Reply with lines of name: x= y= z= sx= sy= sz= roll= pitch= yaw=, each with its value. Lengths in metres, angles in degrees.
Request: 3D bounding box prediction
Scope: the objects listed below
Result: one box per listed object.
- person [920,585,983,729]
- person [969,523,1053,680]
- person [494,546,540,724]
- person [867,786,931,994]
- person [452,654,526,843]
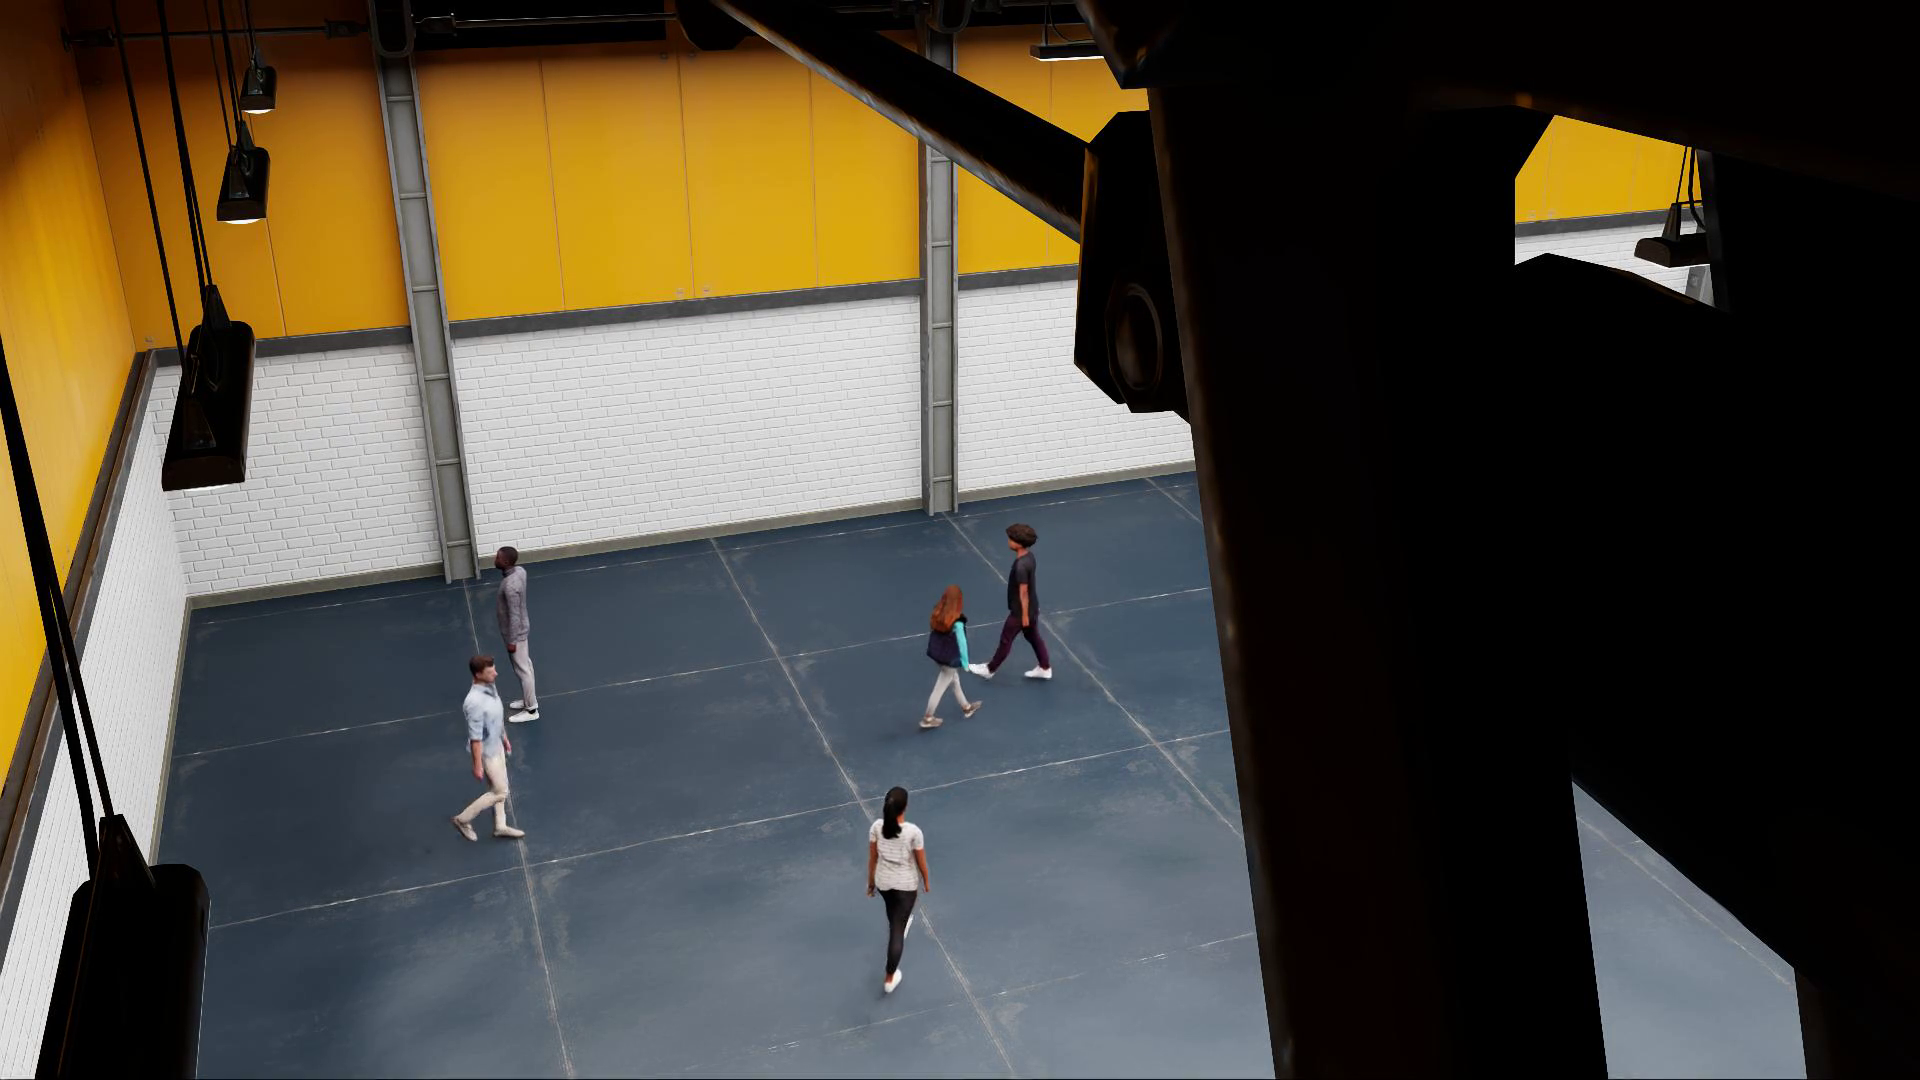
person: x=-0.188 y=1.176 z=16.173 sx=0.973 sy=1.461 sz=0.721 roll=-14 pitch=27 yaw=-28
person: x=0.723 y=0.673 z=16.970 sx=1.183 sy=1.745 sz=0.987 roll=3 pitch=24 yaw=8
person: x=-4.349 y=0.902 z=16.330 sx=0.608 sy=1.839 sz=0.728 roll=-4 pitch=24 yaw=-9
person: x=-0.509 y=2.670 z=12.588 sx=1.083 sy=1.596 sz=1.068 roll=7 pitch=25 yaw=16
person: x=-4.147 y=1.808 z=14.269 sx=0.905 sy=1.829 sz=0.800 roll=-2 pitch=24 yaw=-4
